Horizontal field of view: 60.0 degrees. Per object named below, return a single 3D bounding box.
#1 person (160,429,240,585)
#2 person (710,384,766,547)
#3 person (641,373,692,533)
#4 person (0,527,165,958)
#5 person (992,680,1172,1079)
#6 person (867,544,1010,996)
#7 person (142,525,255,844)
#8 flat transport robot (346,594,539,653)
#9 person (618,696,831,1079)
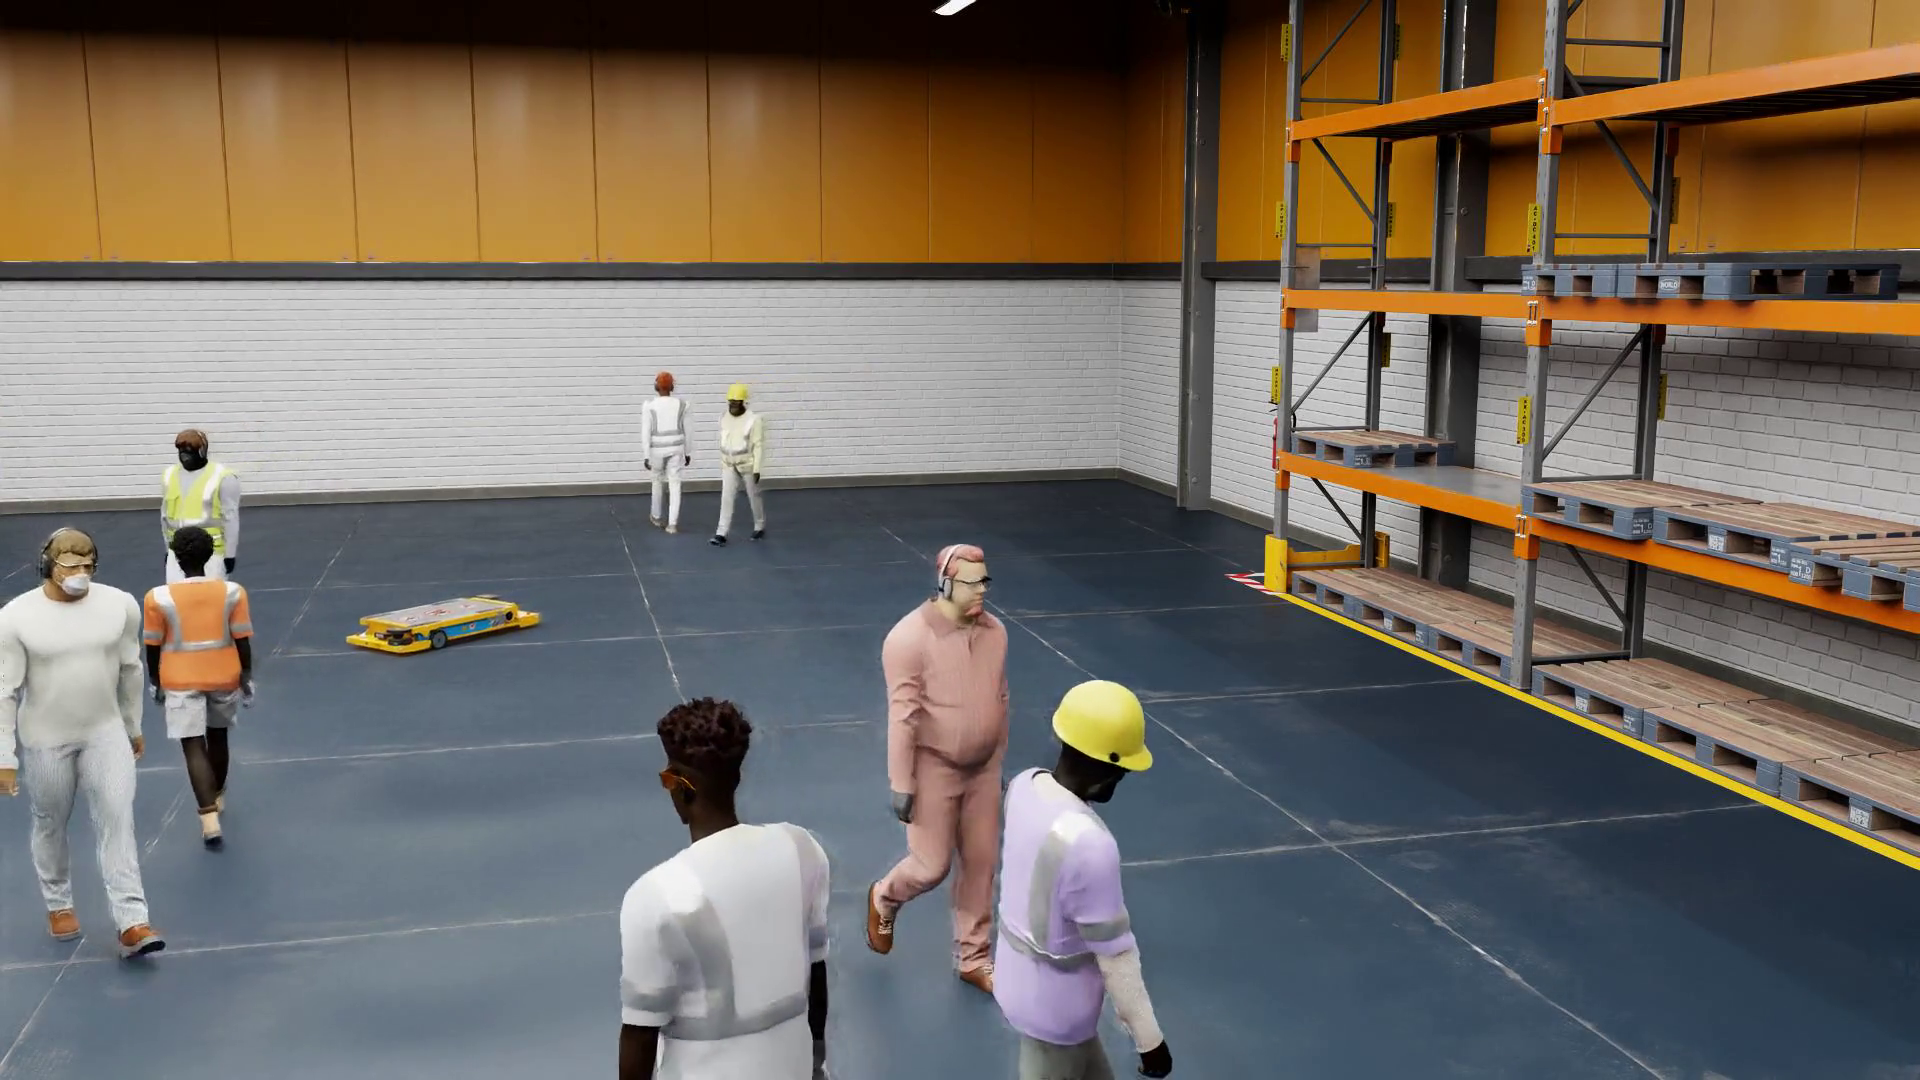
[{"bbox_3d":[-5.716,0.075,12.505,0.652,1.829,0.442,1,9,8],"label":"person"},{"bbox_3d":[-2.421,-0.827,18.316,0.611,1.778,0.948,4,10,22],"label":"person"},{"bbox_3d":[-3.422,-1.026,19.372,0.596,1.826,0.990,-3,10,-20],"label":"person"},{"bbox_3d":[-3.822,0.893,7.222,0.665,1.881,1.009,-9,12,-43],"label":"person"},{"bbox_3d":[0.364,1.299,4.733,0.719,1.874,0.622,-2,9,-14],"label":"person"},{"bbox_3d":[-0.065,0.936,6.941,0.658,1.888,0.663,-7,12,-39],"label":"person"},{"bbox_3d":[-4.021,0.750,8.833,0.529,1.656,0.846,-7,12,-38],"label":"person"},{"bbox_3d":[-4.223,0.673,13.629,0.652,0.197,1.431,6,11,33],"label":"flat transport robot"},{"bbox_3d":[-0.582,1.354,4.158,0.436,1.945,0.623,7,11,37],"label":"person"}]
